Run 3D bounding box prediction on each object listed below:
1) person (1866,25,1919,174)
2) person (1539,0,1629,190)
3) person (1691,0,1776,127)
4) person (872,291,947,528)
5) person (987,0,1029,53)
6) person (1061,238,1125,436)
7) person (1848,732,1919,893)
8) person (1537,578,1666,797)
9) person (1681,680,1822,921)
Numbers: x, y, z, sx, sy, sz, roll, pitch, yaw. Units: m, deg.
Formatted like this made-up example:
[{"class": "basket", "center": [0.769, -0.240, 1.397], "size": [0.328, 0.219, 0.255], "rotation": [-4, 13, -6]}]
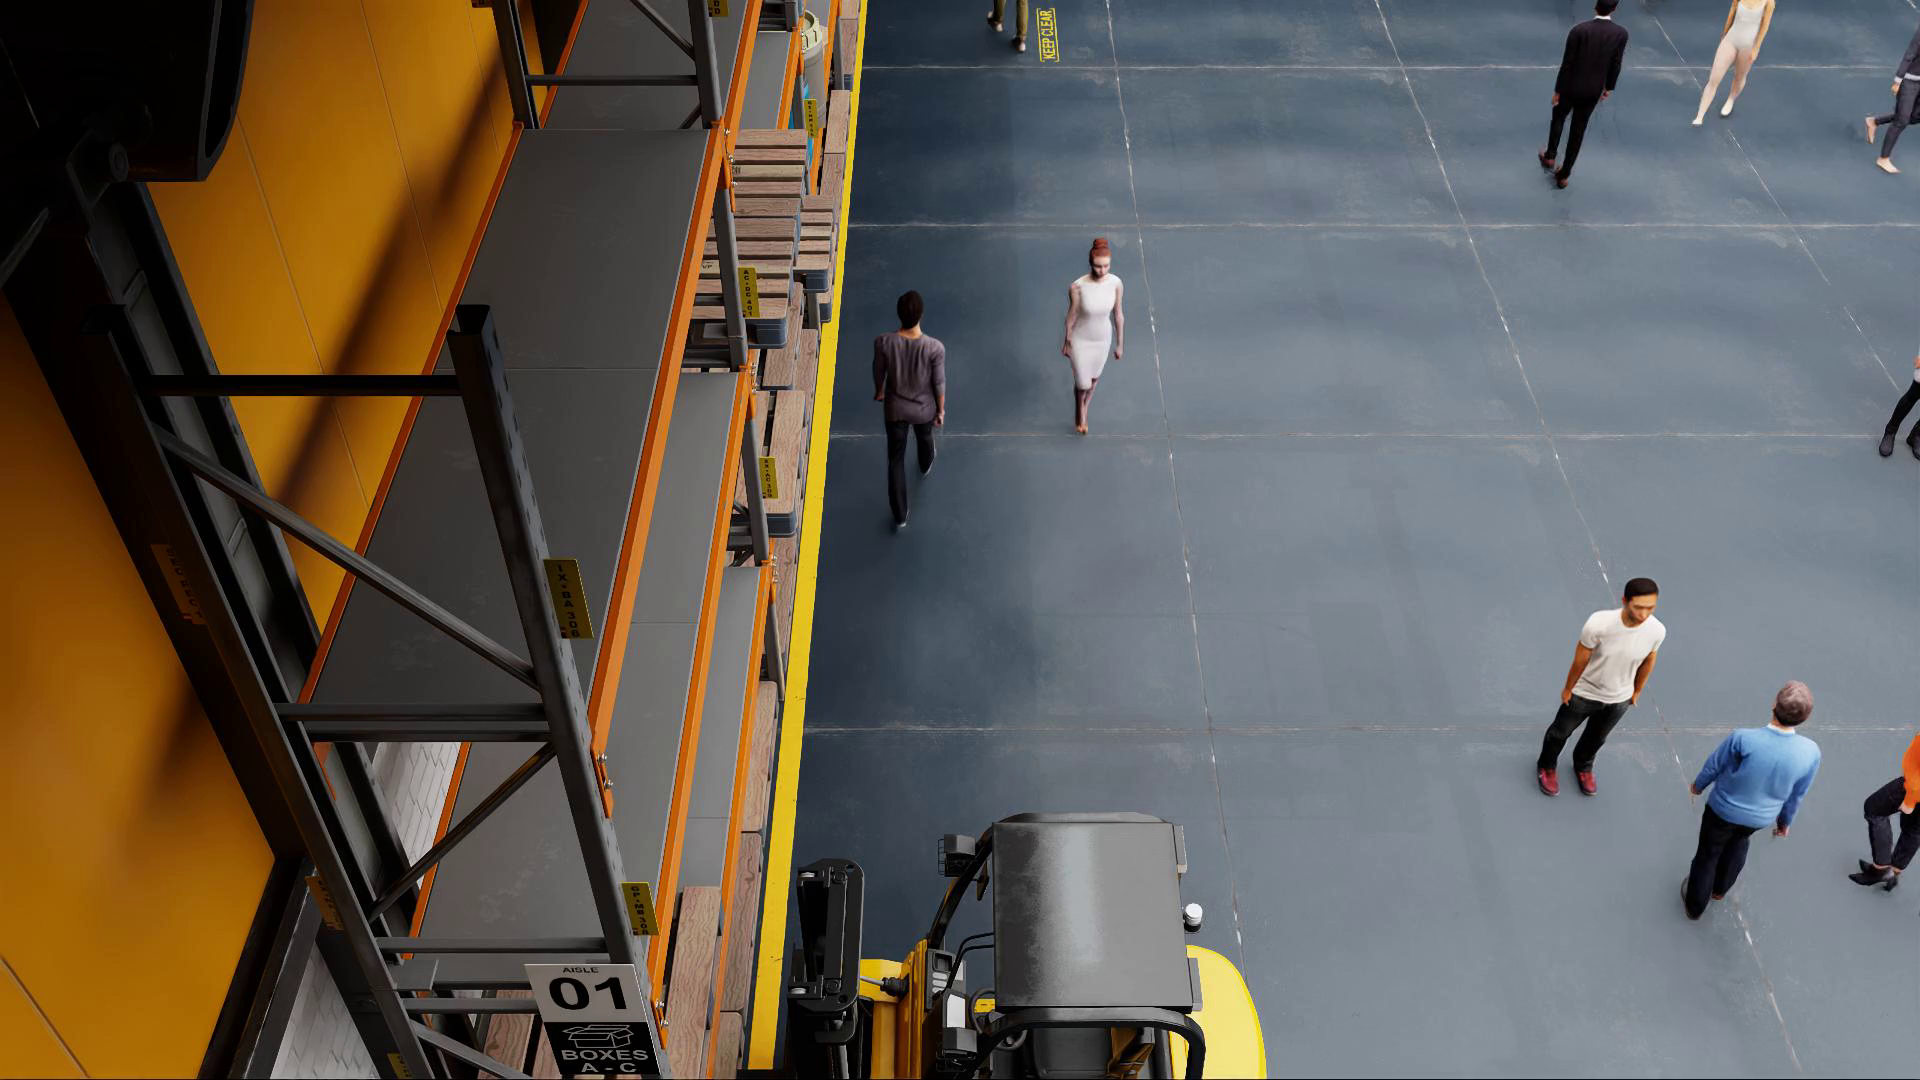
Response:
[{"class": "person", "center": [8.883, -4.339, 15.525], "size": [0.796, 1.753, 0.968], "rotation": [-12, 45, -12]}, {"class": "person", "center": [5.686, -4.078, 15.172], "size": [0.769, 1.863, 0.858], "rotation": [4, 44, 4]}, {"class": "person", "center": [7.604, -4.819, 16.138], "size": [0.912, 1.603, 1.084], "rotation": [25, 49, 24]}, {"class": "person", "center": [-0.381, -0.901, 11.878], "size": [0.756, 1.807, 1.175], "rotation": [4, 44, 4]}, {"class": "person", "center": [0.581, -5.920, 17.162], "size": [0.851, 1.785, 1.068], "rotation": [-11, 45, -11]}, {"class": "person", "center": [0.970, -1.544, 12.570], "size": [0.664, 1.782, 0.675], "rotation": [-9, 44, -9]}, {"class": "person", "center": [5.578, 1.453, 9.459], "size": [0.725, 1.735, 0.746], "rotation": [-26, 49, -24]}, {"class": "person", "center": [3.856, 0.870, 10.021], "size": [0.632, 1.803, 0.552], "rotation": [3, 44, 3]}, {"class": "person", "center": [4.396, 1.549, 9.310], "size": [0.710, 1.800, 0.696], "rotation": [6, 44, 6]}]
